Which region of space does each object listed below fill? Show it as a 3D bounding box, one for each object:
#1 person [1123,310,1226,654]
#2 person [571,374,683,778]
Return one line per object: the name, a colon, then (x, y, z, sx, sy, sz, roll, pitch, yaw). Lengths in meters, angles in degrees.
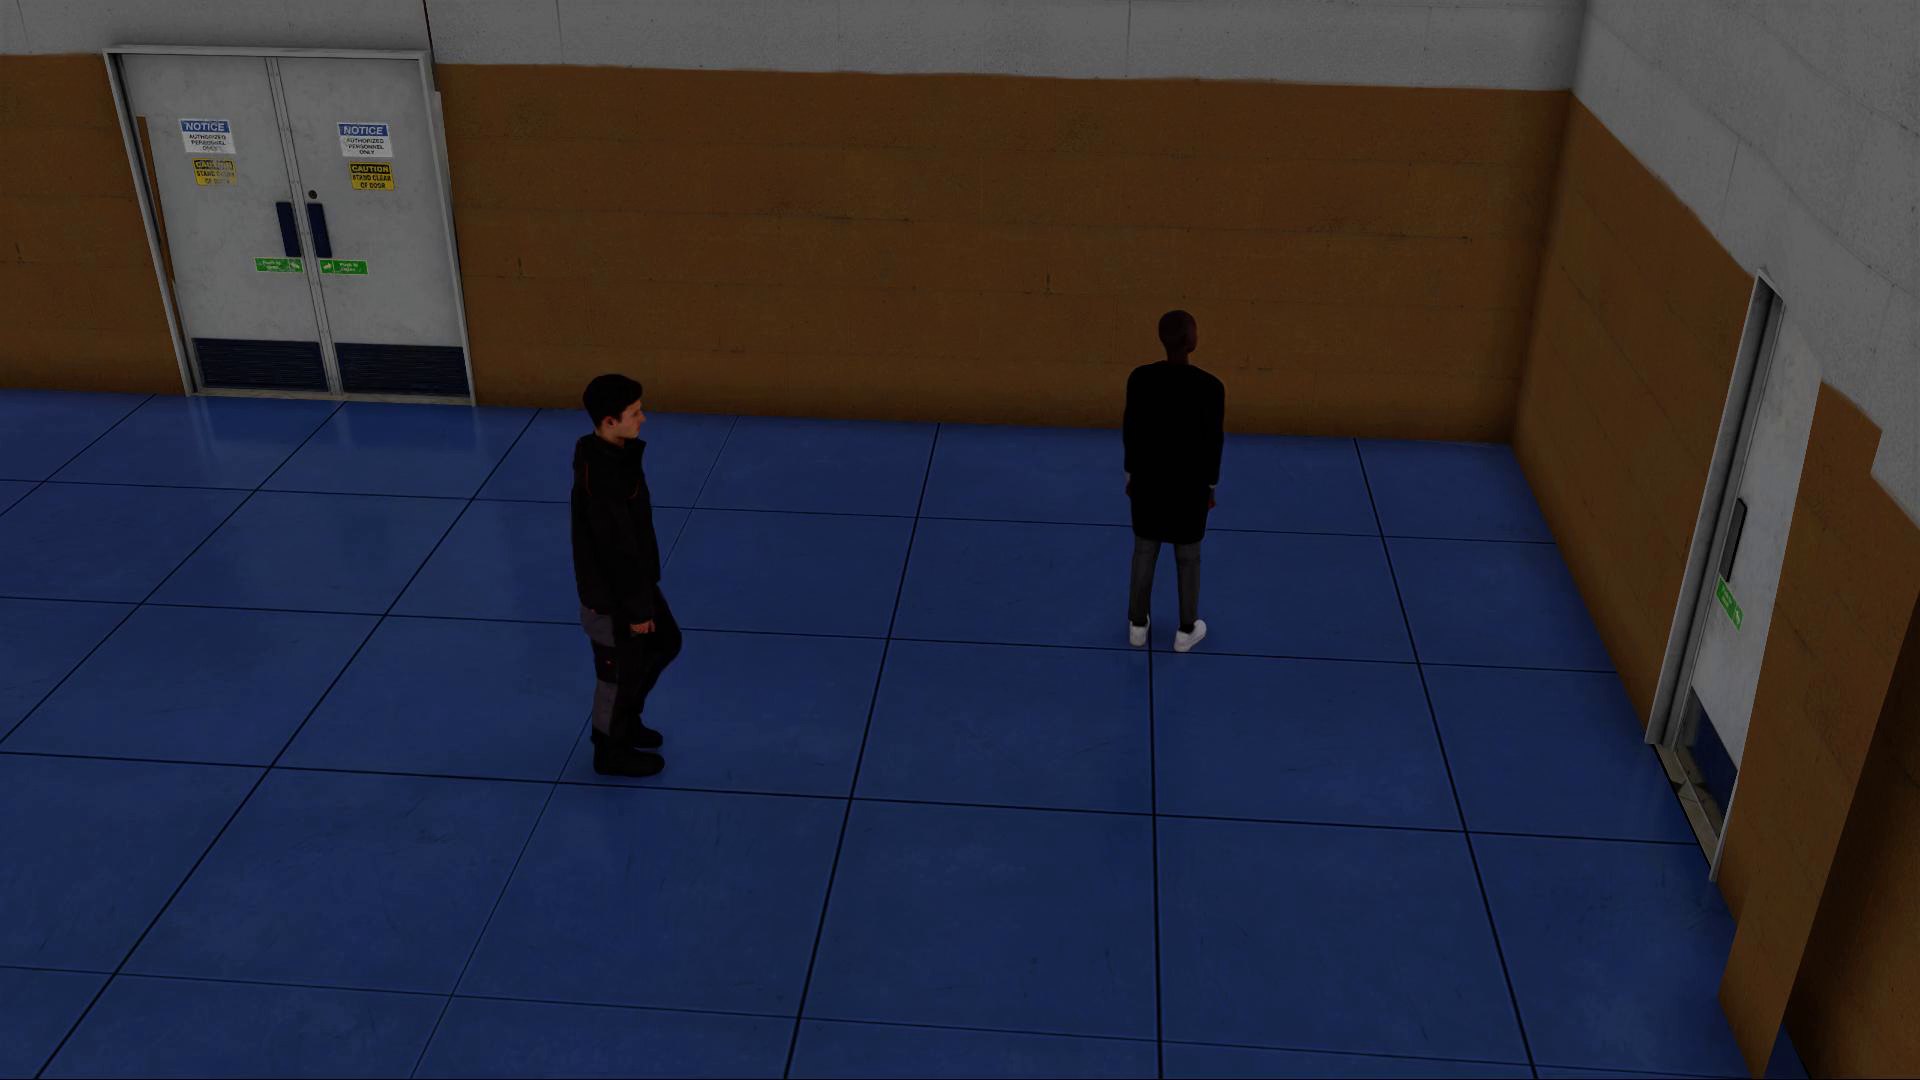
person: (1.017, -0.272, 8.093, 0.695, 1.761, 0.647, 10, 30, 18)
person: (-1.547, 0.189, 7.073, 0.866, 1.929, 0.712, -5, 29, -8)
